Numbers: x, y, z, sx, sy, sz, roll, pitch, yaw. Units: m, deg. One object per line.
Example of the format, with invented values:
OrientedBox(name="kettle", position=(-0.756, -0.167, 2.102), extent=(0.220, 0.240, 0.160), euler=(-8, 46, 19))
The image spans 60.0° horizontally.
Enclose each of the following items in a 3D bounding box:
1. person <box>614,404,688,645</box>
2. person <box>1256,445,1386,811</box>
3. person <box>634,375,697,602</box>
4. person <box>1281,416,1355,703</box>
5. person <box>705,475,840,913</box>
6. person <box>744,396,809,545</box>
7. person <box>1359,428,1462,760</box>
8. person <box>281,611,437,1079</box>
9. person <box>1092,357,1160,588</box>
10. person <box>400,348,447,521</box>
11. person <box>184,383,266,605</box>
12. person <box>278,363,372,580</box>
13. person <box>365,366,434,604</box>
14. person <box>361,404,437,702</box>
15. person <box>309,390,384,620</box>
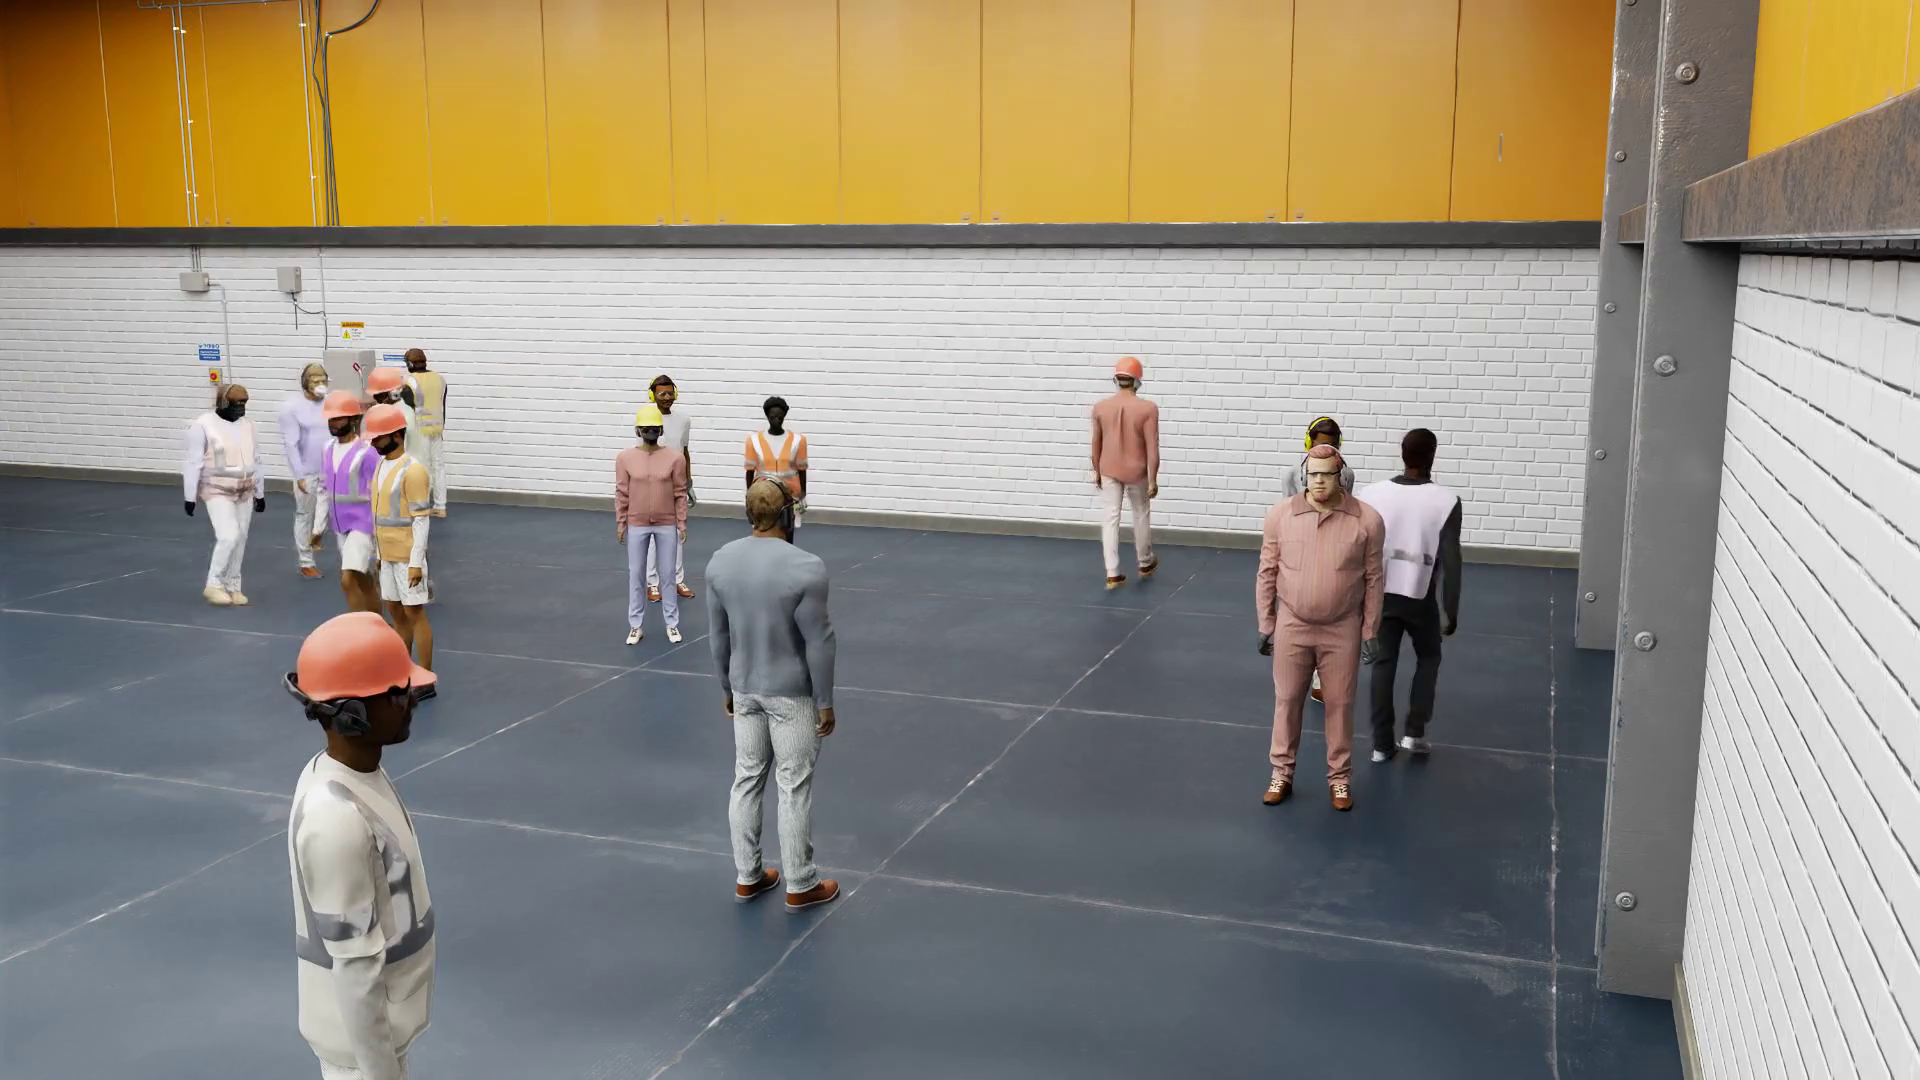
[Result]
OrientedBox(name="person", position=(-2.262, -0.112, 12.213), extent=(0.530, 1.772, 0.303), euler=(-2, 10, -10))
OrientedBox(name="person", position=(1.857, 0.454, 8.641), extent=(0.651, 1.907, 0.409), euler=(3, 10, 15))
OrientedBox(name="person", position=(-2.426, -0.432, 13.734), extent=(0.531, 1.871, 0.322), euler=(-7, 12, -35))
OrientedBox(name="person", position=(2.252, 0.150, 10.476), extent=(0.515, 1.865, 0.329), euler=(-3, 10, -14))
OrientedBox(name="person", position=(-0.813, 0.673, 7.316), extent=(0.630, 1.940, 0.372), euler=(5, 11, 28))
OrientedBox(name="person", position=(-1.531, -0.375, 13.918), extent=(0.538, 1.688, 0.448), euler=(-1, 10, -7))
OrientedBox(name="person", position=(2.540, 0.316, 9.457), extent=(0.631, 1.898, 0.492), euler=(6, 12, 30))
OrientedBox(name="person", position=(-1.446, 1.183, 4.140), extent=(0.365, 2.048, 0.608), euler=(-4, 11, -19))
OrientedBox(name="person", position=(1.474, -0.602, 14.426), extent=(0.652, 1.955, 0.933), euler=(4, 11, 24))
OrientedBox(name="person", position=(-5.730, -1.118, 17.703), extent=(0.430, 1.837, 0.621), euler=(5, 11, 26))
OrientedBox(name="person", position=(-5.933, -0.358, 13.486), extent=(0.446, 1.812, 0.678), euler=(5, 11, 27))
OrientedBox(name="person", position=(-5.481, -0.562, 14.362), extent=(0.935, 1.900, 0.630), euler=(9, 14, 42))
OrientedBox(name="person", position=(-4.537, -0.427, 13.438), extent=(0.445, 1.966, 0.651), euler=(-2, 10, -12))
OrientedBox(name="person", position=(-3.604, 0.088, 10.646), extent=(0.543, 1.928, 0.371), euler=(10, 14, 43))
OrientedBox(name="person", position=(-4.303, -0.082, 11.613), extent=(0.545, 1.912, 0.786), euler=(7, 12, 33))
